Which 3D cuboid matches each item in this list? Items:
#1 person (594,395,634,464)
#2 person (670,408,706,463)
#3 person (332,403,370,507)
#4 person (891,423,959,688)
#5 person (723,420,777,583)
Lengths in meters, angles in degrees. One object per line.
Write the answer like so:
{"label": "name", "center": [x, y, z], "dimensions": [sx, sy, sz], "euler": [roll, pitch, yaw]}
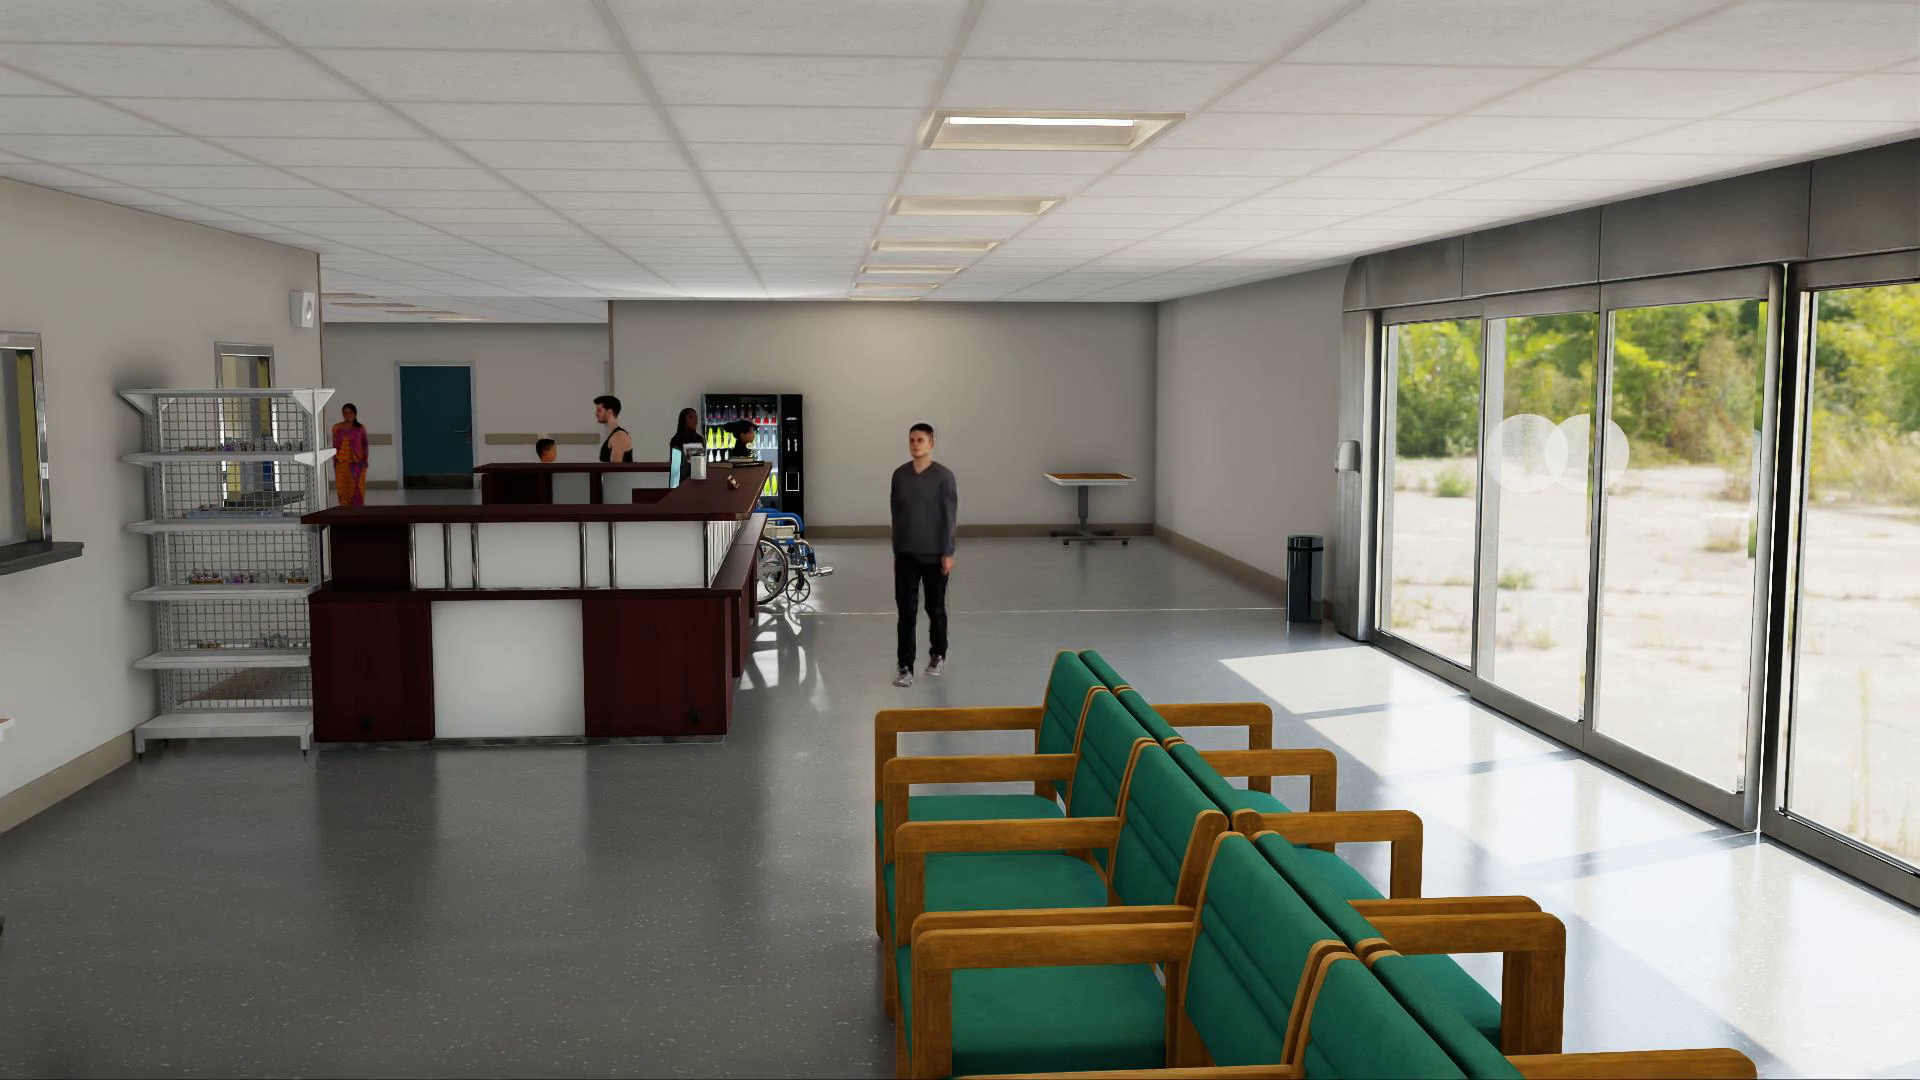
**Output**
{"label": "person", "center": [-3.123, -0.404, 15.542], "dimensions": [0.759, 1.876, 0.761], "euler": [-3, 6, -26]}
{"label": "person", "center": [-2.959, -0.523, 17.666], "dimensions": [1.164, 1.686, 1.153], "euler": [6, 8, 44]}
{"label": "person", "center": [-8.785, -1.153, 24.004], "dimensions": [1.068, 1.672, 0.853], "euler": [-2, 6, -16]}
{"label": "person", "center": [-0.220, 0.118, 11.148], "dimensions": [1.143, 1.716, 0.932], "euler": [1, 6, 14]}
{"label": "person", "center": [-2.197, -0.336, 16.224], "dimensions": [0.991, 1.604, 0.612], "euler": [0, 6, -2]}
